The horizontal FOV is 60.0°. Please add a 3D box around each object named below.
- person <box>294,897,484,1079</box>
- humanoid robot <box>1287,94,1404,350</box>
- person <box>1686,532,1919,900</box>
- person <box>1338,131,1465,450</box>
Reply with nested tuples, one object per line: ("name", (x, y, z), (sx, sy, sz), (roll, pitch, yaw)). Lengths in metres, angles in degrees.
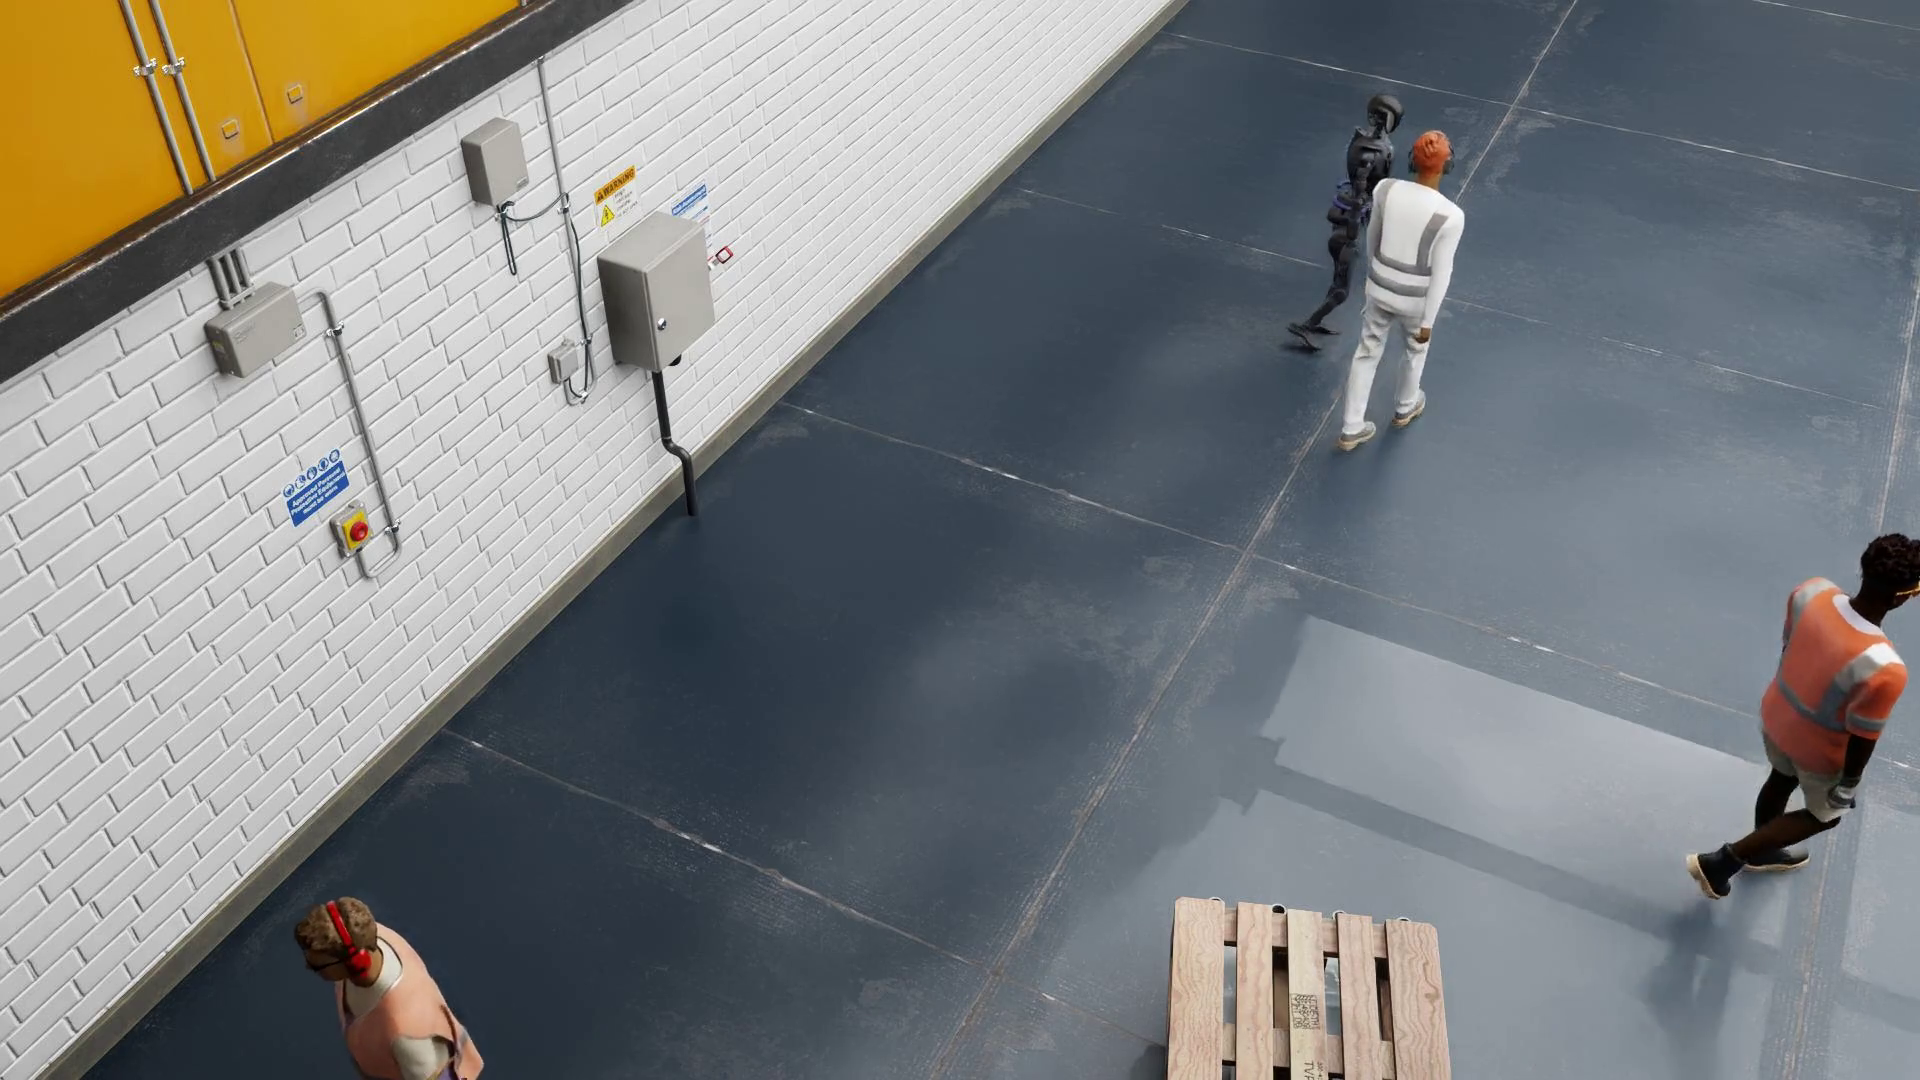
("person", (-1.780, 1.773, 5.594), (0.739, 1.816, 0.572), (-29, 49, -30))
("humanoid robot", (2.320, -1.933, 10.012), (0.451, 1.640, 0.608), (13, 42, 14))
("person", (3.424, 0.751, 6.683), (0.648, 1.943, 0.616), (-8, 41, -9))
("person", (2.480, -1.393, 9.241), (0.586, 1.842, 0.837), (30, 49, 30))
